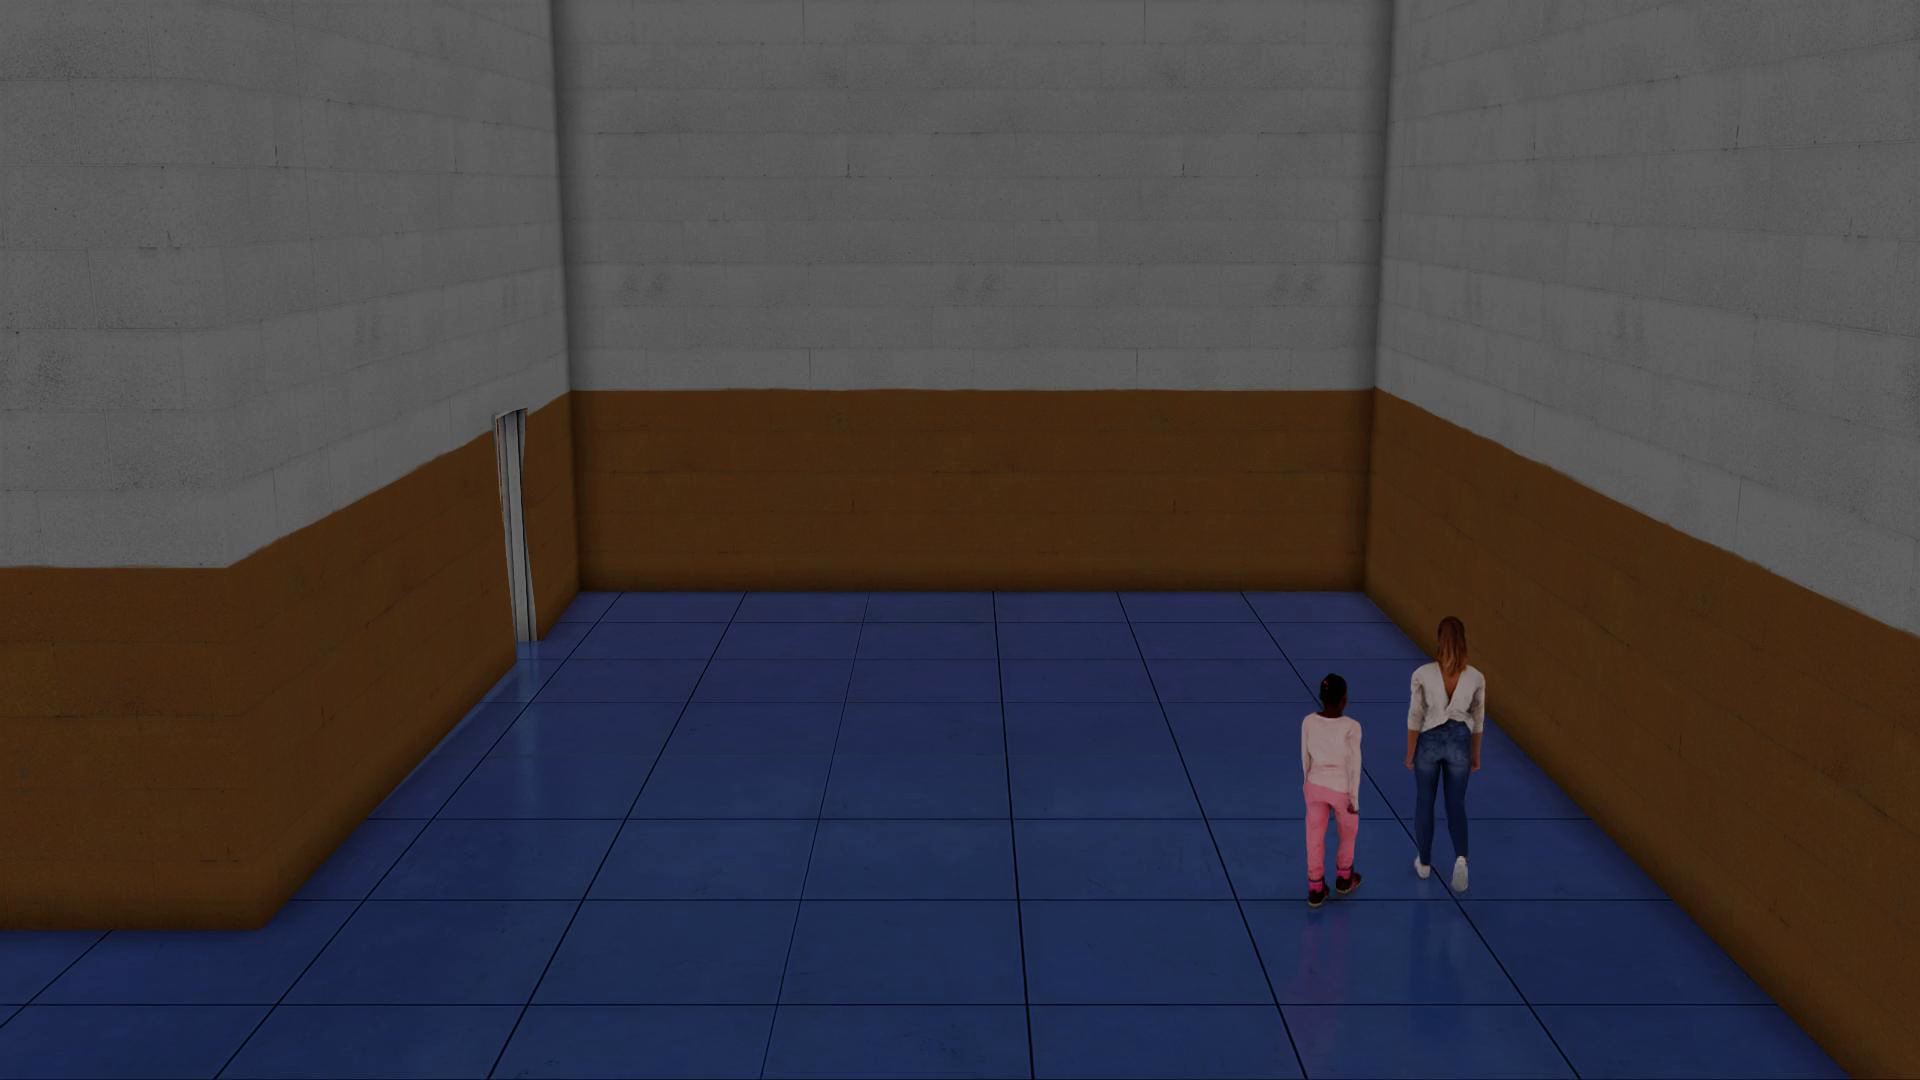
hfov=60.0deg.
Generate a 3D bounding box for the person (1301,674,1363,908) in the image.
[{"bbox_3d":[2.196,1.503,9.963,0.760,1.438,0.784,7,14,29],"label":"person"}]

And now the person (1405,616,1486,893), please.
[{"bbox_3d":[2.965,1.331,10.141,0.911,1.702,0.744,1,12,6],"label":"person"}]
